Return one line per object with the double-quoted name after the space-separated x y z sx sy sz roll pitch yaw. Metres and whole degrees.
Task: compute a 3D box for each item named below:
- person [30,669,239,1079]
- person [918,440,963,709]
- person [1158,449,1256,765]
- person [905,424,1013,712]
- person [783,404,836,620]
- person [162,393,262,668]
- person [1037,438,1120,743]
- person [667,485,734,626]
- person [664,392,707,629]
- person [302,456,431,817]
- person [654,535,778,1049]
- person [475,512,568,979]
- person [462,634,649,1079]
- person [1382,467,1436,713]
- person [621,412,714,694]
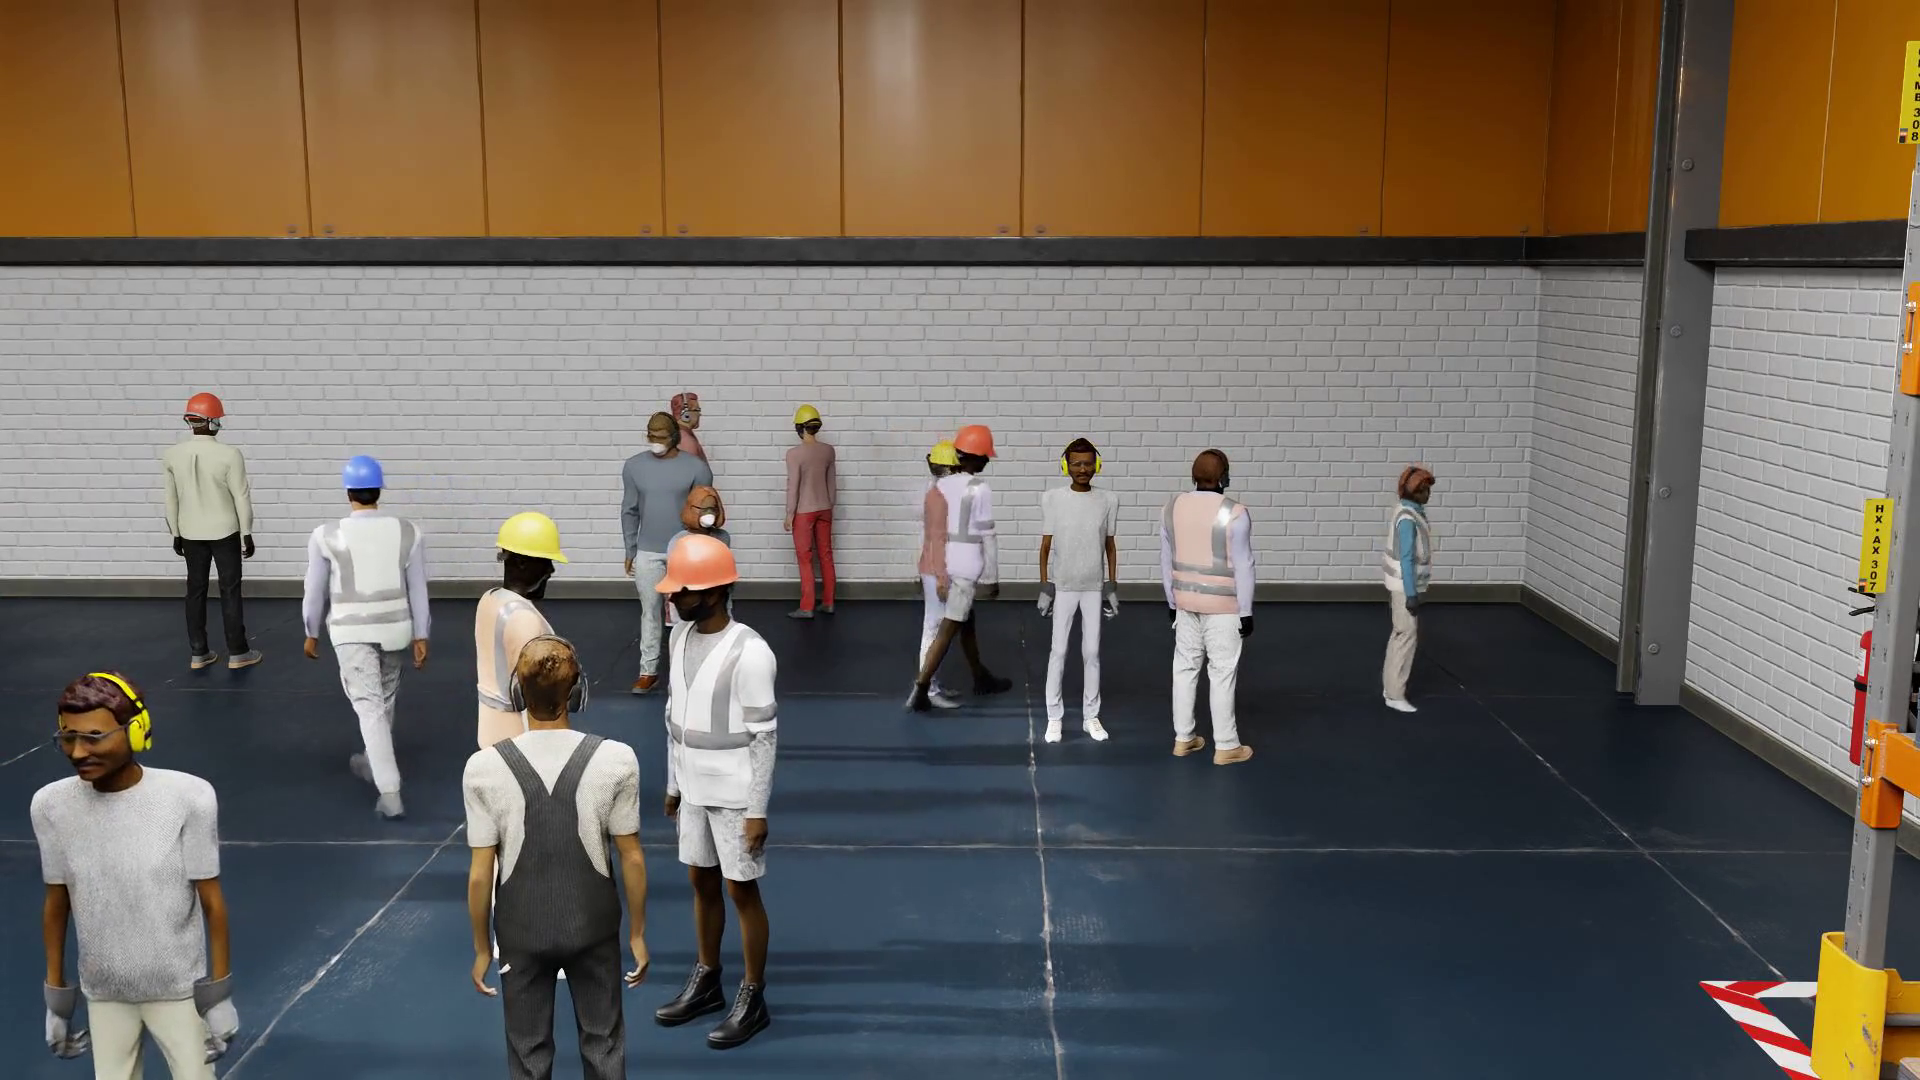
-2.256 1.247 4.587 0.527 1.856 0.375 -1 9 -3 "person"
-0.109 0.221 10.978 0.326 1.765 0.530 0 9 2 "person"
1.471 0.385 9.754 0.619 1.847 0.430 9 13 42 "person"
-0.019 0.185 10.894 0.991 1.887 0.565 -8 13 -41 "person"
-1.243 -0.230 13.674 0.320 1.767 0.534 9 13 42 "person"
-5.383 -0.061 11.977 0.621 1.994 0.381 0 9 3 "person"
0.724 0.305 10.155 0.510 1.872 0.328 -1 10 -8 "person"
-1.509 0.484 9.790 0.282 1.631 0.503 6 11 34 "person"
-2.158 -0.212 13.142 0.399 1.909 0.642 -5 11 -28 "person"
-3.176 0.499 8.967 0.603 1.895 1.041 -8 12 -39 "person"
-0.922 0.931 6.219 0.545 1.933 0.376 9 13 42 "person"
-1.770 0.840 6.815 0.382 1.917 0.585 -6 11 -31 "person"
-1.188 1.189 4.938 0.517 1.843 0.326 -2 10 -13 "person"
2.944 0.308 10.912 0.322 1.612 0.655 3 10 17 "person"
-1.979 0.090 11.262 0.627 1.933 0.375 1 10 5 "person"
